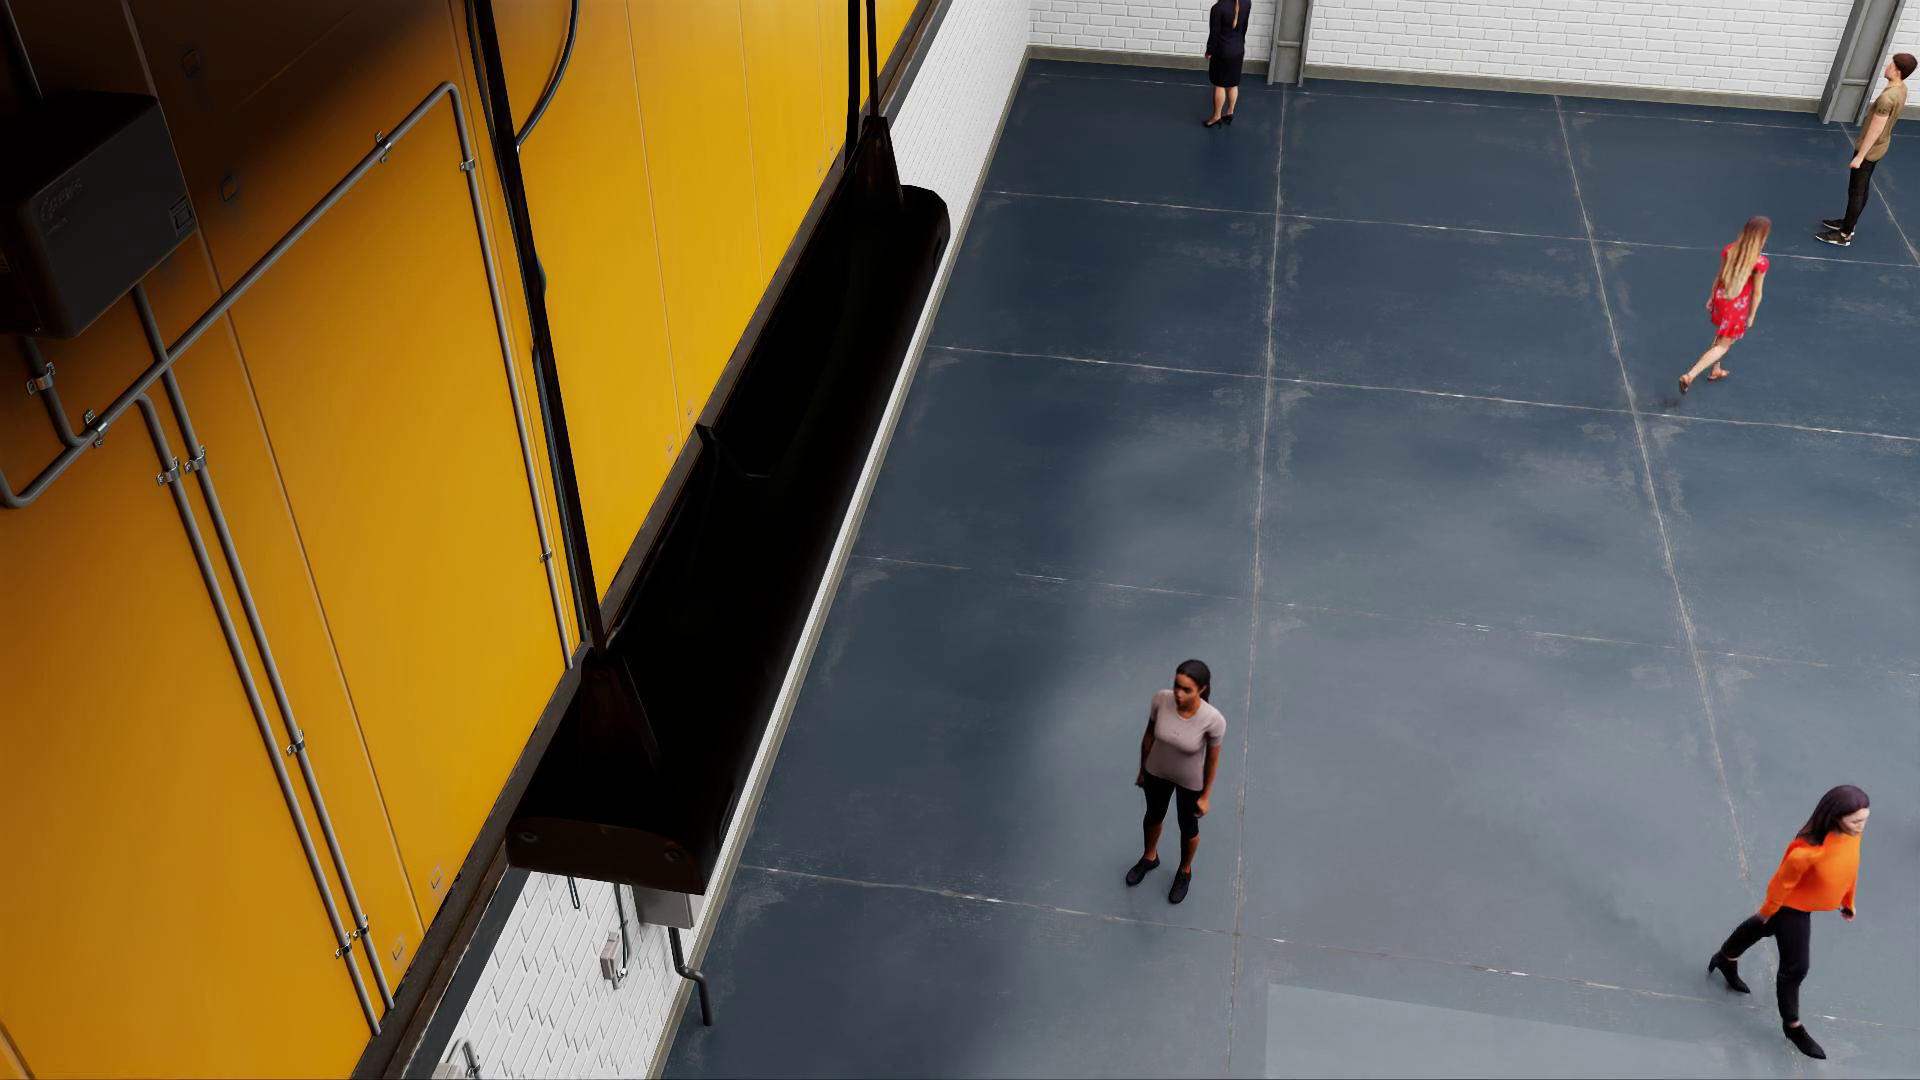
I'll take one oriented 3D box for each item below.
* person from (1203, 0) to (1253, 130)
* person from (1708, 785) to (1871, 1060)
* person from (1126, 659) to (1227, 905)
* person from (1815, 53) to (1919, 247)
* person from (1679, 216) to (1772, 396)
[{"bbox_3d":[2.814,-5.165,17.565,0.794,1.671,0.855,-23,44,-26],"label":"person"},{"bbox_3d":[4.320,1.845,8.748,0.994,1.720,1.068,-25,45,-28],"label":"person"},{"bbox_3d":[1.227,1.332,9.368,0.597,1.747,0.739,21,43,24],"label":"person"},{"bbox_3d":[8.512,-3.659,15.535,0.726,1.850,0.742,24,45,27],"label":"person"},{"bbox_3d":[6.214,-1.874,13.523,1.048,1.572,0.956,-21,43,-24],"label":"person"}]
